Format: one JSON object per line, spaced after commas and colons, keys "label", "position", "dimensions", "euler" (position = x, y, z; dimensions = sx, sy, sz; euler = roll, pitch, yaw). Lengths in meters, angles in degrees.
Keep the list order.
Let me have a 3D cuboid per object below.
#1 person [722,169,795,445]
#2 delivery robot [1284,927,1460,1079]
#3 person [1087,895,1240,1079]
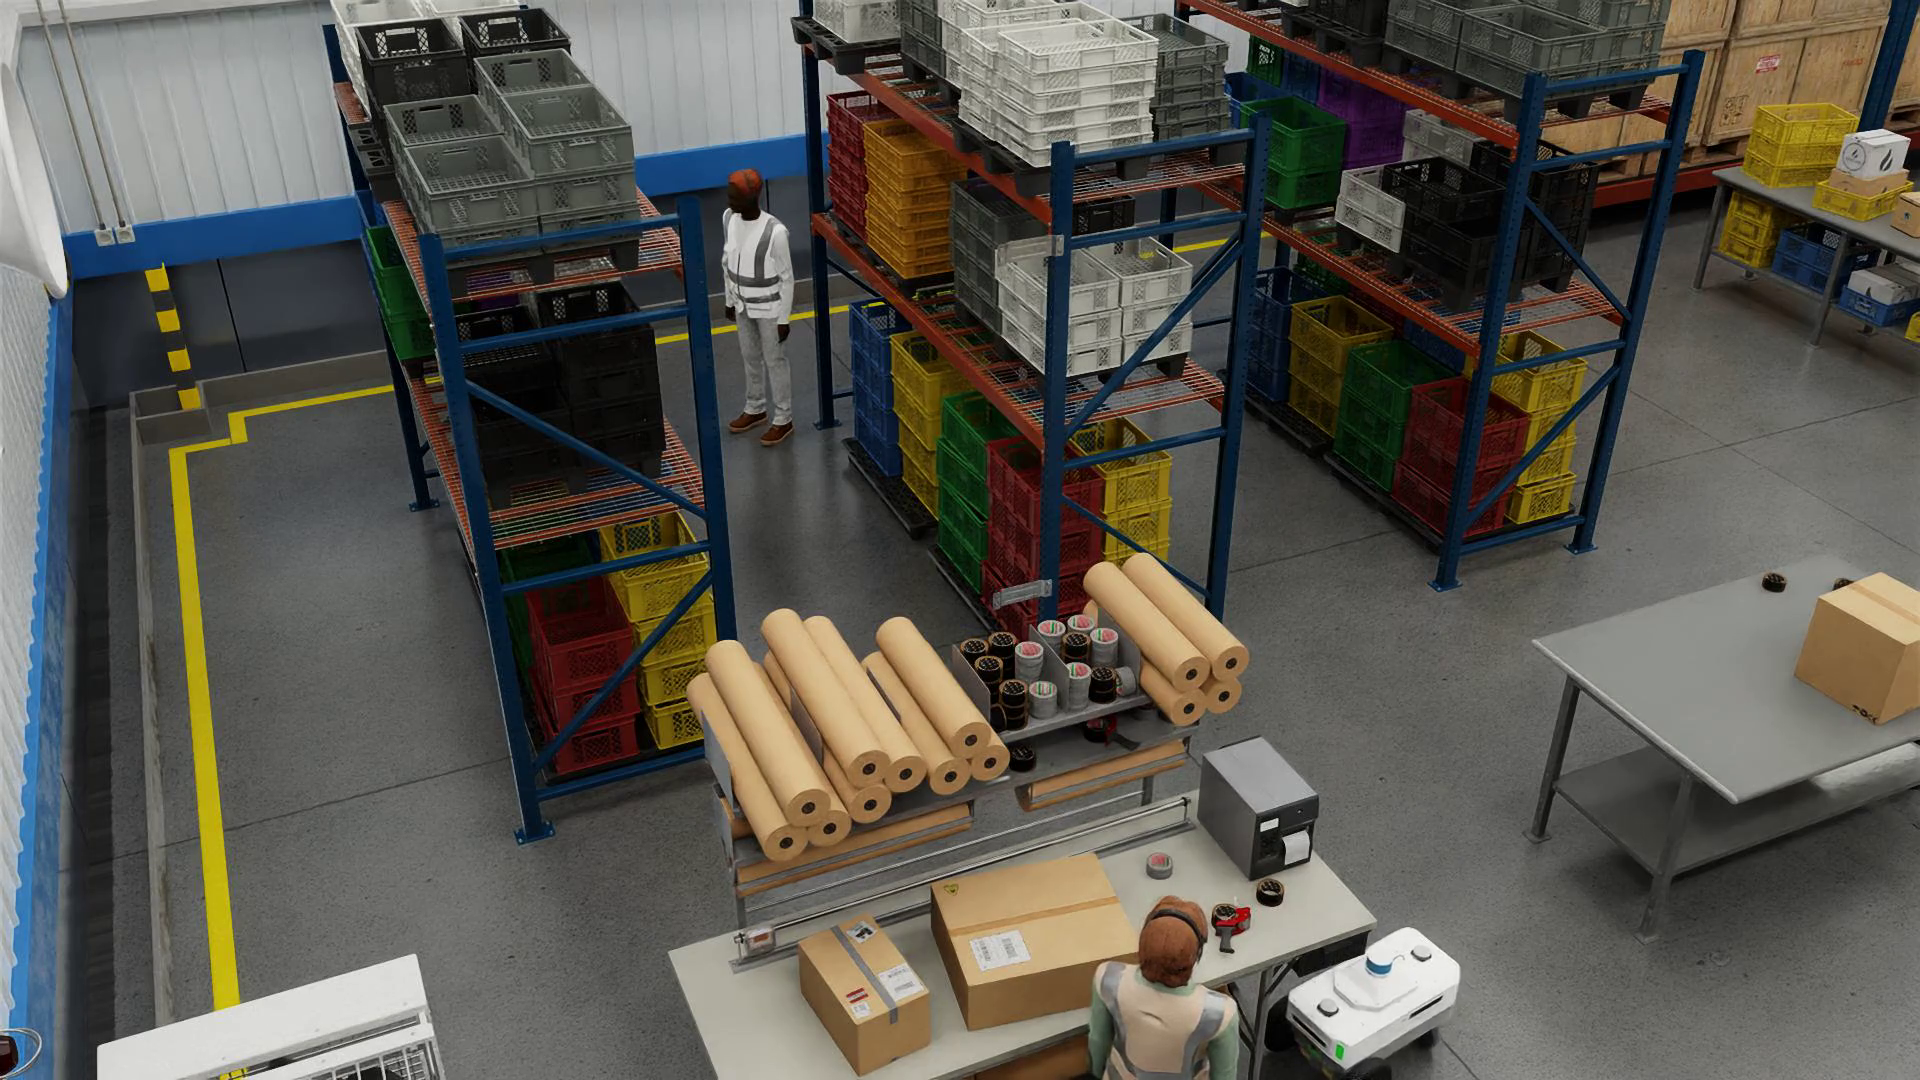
{"label": "person", "position": [-1.328, -1.525, 10.895], "dimensions": [0.584, 1.881, 0.337], "euler": [24, 39, 34]}
{"label": "delivery robot", "position": [1.644, 1.827, 6.623], "dimensions": [0.707, 0.478, 0.477], "euler": [-19, 36, -28]}
{"label": "person", "position": [0.669, 1.875, 5.609], "dimensions": [0.518, 1.632, 0.311], "euler": [13, 34, 20]}
